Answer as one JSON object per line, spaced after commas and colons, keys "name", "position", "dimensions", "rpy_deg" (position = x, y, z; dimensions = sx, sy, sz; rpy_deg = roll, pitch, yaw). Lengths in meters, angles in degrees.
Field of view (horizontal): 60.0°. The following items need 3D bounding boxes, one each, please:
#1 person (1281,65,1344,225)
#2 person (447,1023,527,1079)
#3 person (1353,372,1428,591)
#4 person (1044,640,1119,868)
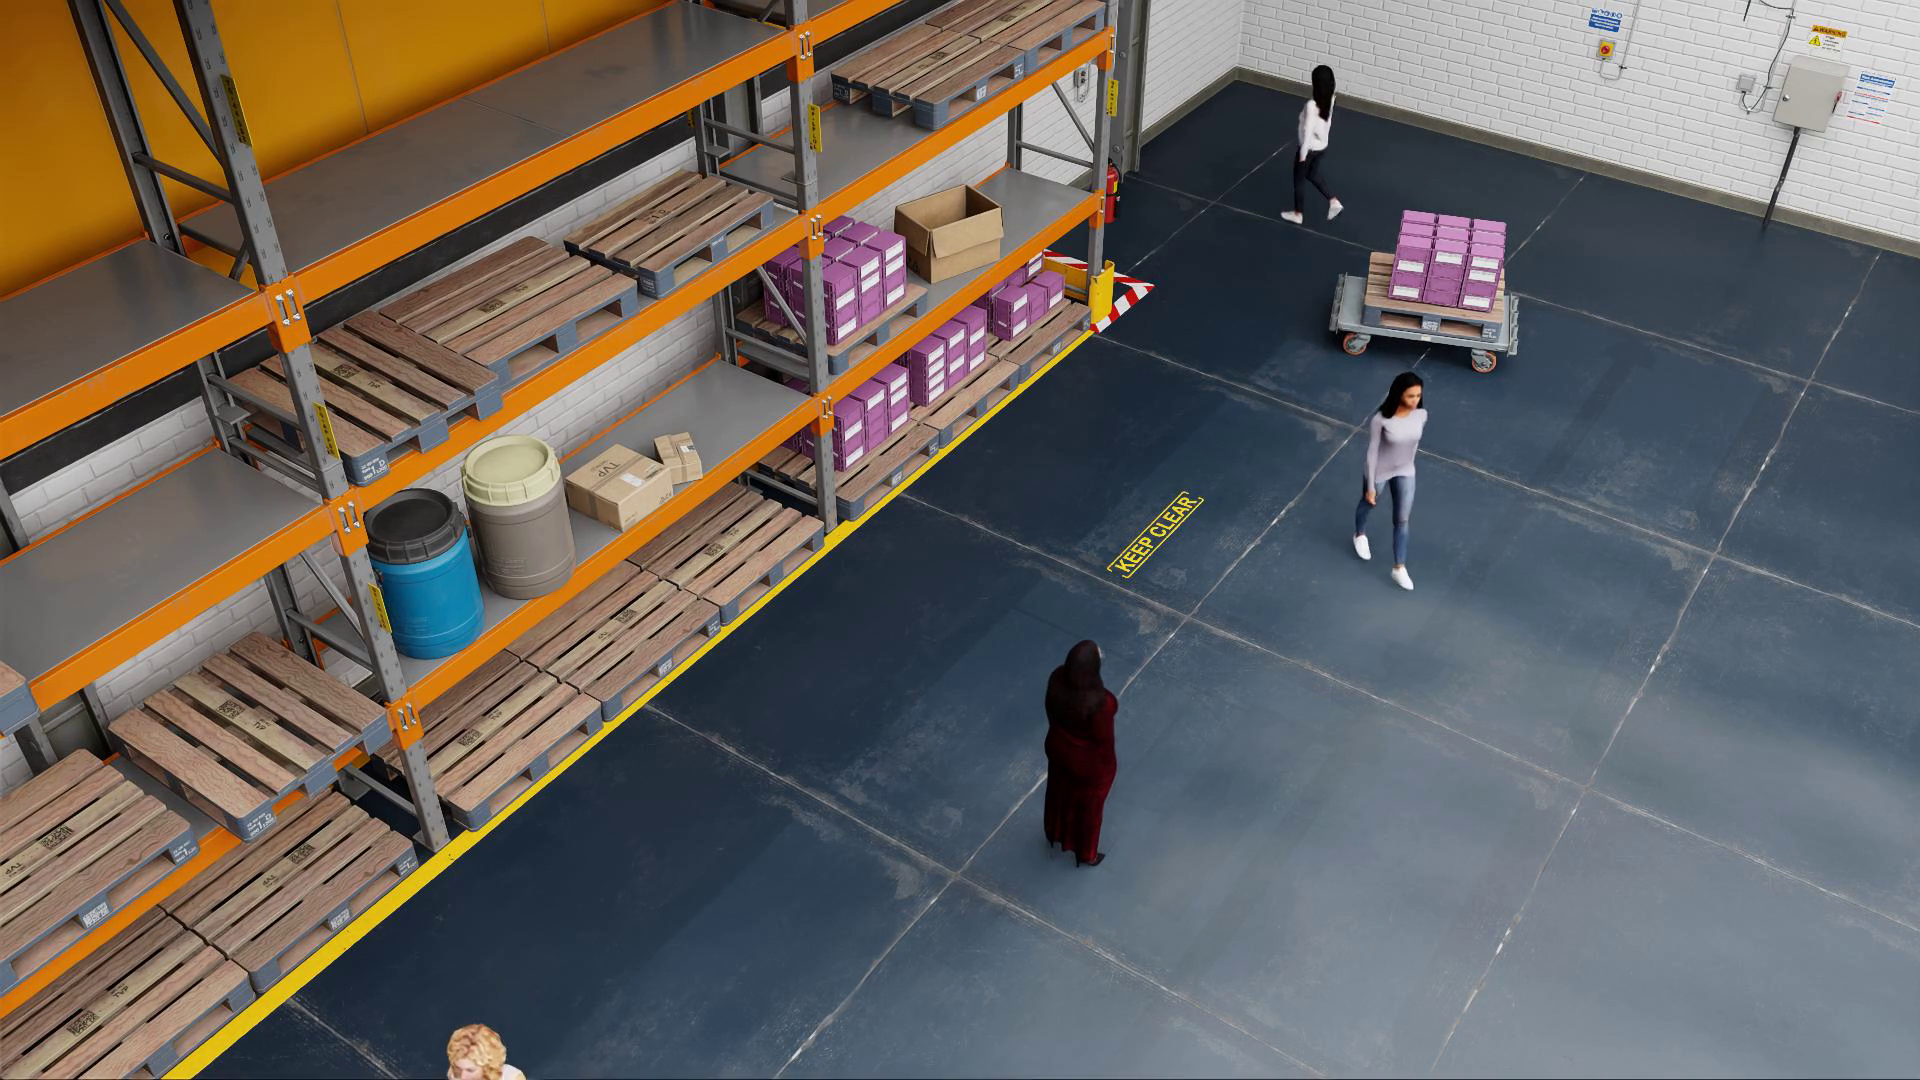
{"name": "person", "position": [3.593, -3.896, 16.616], "dimensions": [0.692, 1.687, 0.797], "rpy_deg": [26, 45, 29]}
{"name": "person", "position": [-2.170, 2.860, 8.196], "dimensions": [0.881, 1.638, 1.131], "rpy_deg": [6, 39, 8]}
{"name": "person", "position": [3.145, -0.548, 12.408], "dimensions": [0.987, 1.706, 1.055], "rpy_deg": [-5, 39, -6]}
{"name": "person", "position": [0.715, 1.293, 10.062], "dimensions": [0.675, 1.757, 0.714], "rpy_deg": [-29, 47, -31]}
